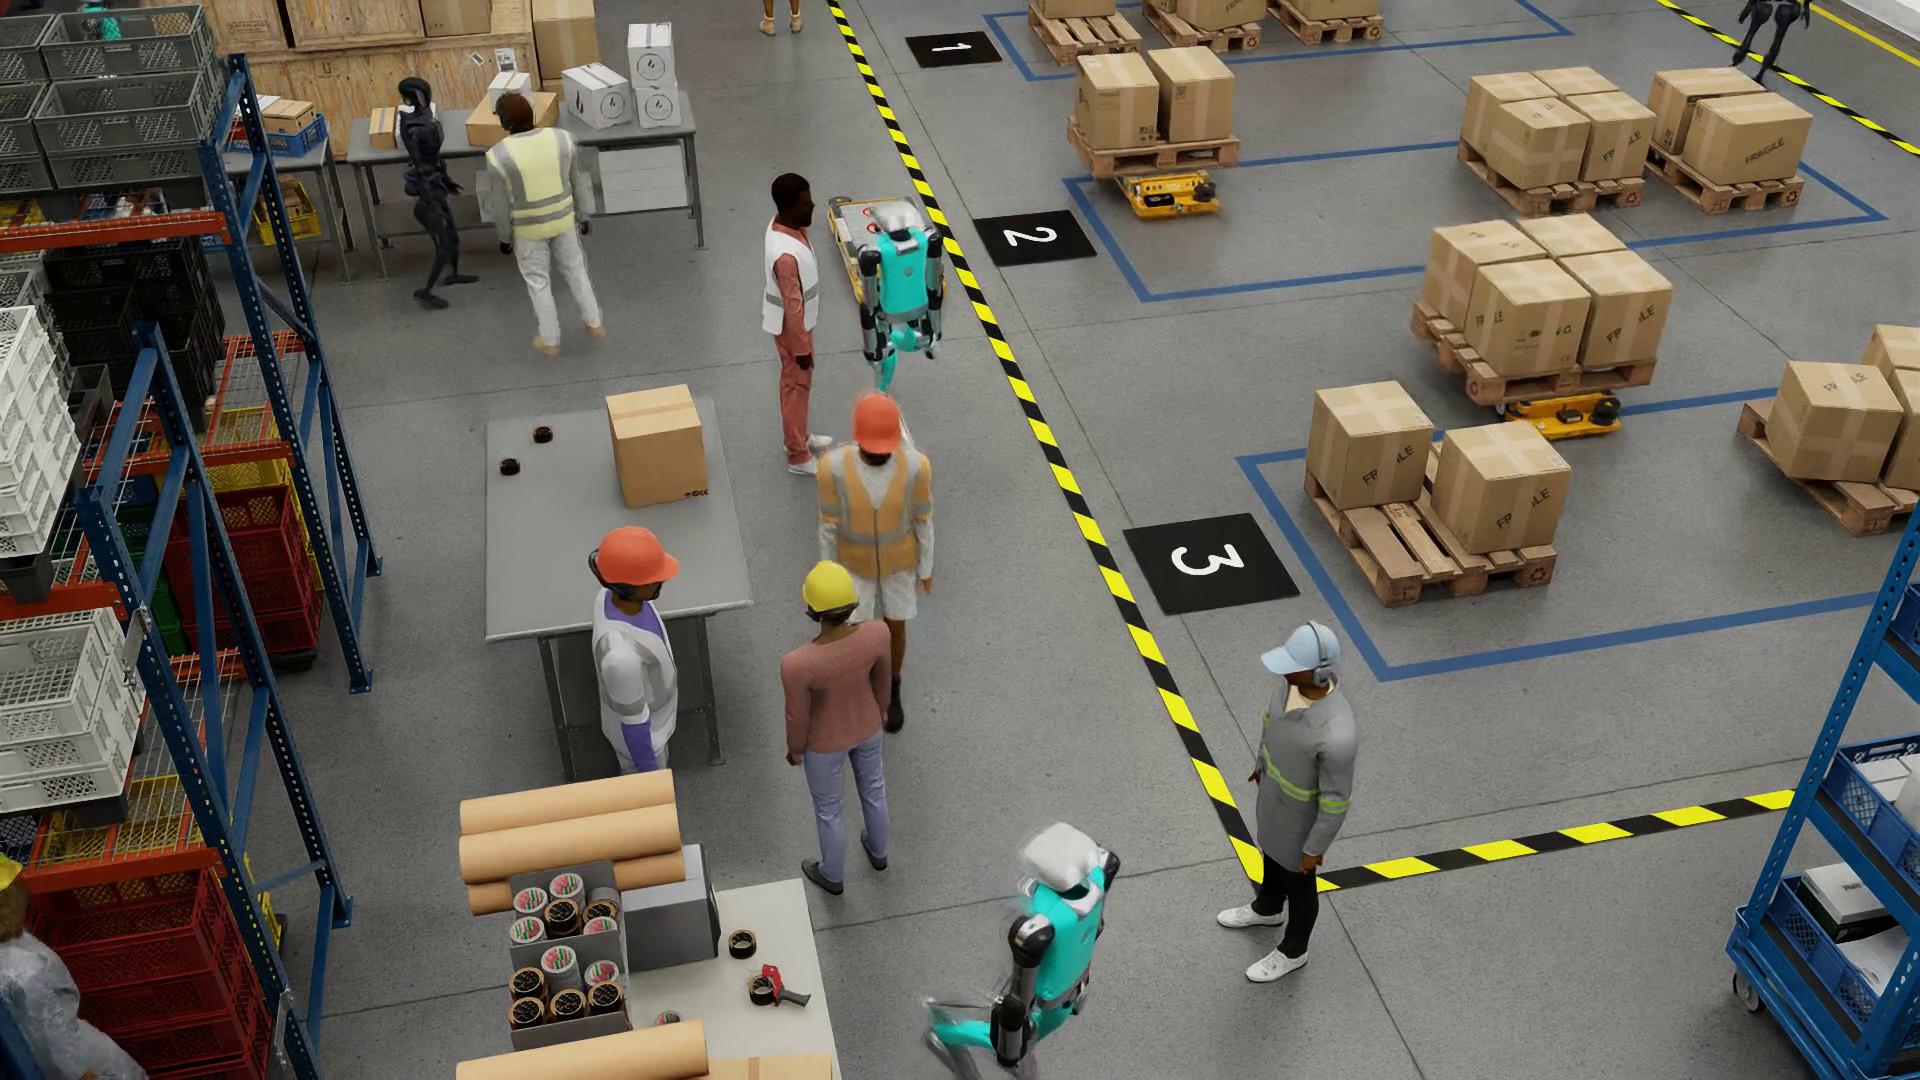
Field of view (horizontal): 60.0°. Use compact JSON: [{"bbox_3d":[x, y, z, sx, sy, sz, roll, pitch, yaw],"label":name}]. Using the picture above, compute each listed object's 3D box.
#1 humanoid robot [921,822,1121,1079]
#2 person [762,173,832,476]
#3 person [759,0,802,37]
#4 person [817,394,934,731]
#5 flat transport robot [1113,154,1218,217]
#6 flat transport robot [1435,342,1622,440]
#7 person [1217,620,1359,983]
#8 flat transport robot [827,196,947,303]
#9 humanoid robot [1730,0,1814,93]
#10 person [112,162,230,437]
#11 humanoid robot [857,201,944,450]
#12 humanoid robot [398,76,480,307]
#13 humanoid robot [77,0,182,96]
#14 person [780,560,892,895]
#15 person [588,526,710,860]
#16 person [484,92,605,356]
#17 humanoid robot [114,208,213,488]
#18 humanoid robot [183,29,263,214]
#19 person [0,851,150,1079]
[{"bbox_3d":[0.152,1.664,6.132,0.748,1.833,0.537,25,43,29],"label":"humanoid robot"},{"bbox_3d":[-0.979,-1.277,9.889,0.392,1.919,0.592,-5,37,-6],"label":"person"},{"bbox_3d":[-1.799,-5.883,15.975,0.604,2.044,0.374,-10,38,-13],"label":"person"},{"bbox_3d":[-0.399,0.089,8.049,0.552,1.919,0.500,-3,37,-4],"label":"person"},{"bbox_3d":[1.573,-3.070,13.656,0.652,0.197,1.431,-8,37,-10],"label":"flat transport robot"},{"bbox_3d":[3.742,-1.138,11.060,0.652,0.197,1.431,-8,37,-10],"label":"flat transport robot"},{"bbox_3d":[1.332,1.066,6.794,0.387,1.850,0.598,-9,38,-12],"label":"person"},{"bbox_3d":[-0.570,-2.220,12.538,0.659,0.231,1.431,-8,37,-10],"label":"flat transport robot"},{"bbox_3d":[7.303,-4.814,14.852,0.598,1.642,0.386,6,37,8],"label":"humanoid robot"},{"bbox_3d":[-4.897,-1.491,10.250,0.331,1.836,0.505,-29,45,-33],"label":"person"},{"bbox_3d":[-0.461,-1.315,10.135,0.537,1.777,1.035,-18,40,-22],"label":"humanoid robot"},{"bbox_3d":[-3.741,-2.461,11.679,0.411,1.641,0.601,-2,37,-2],"label":"humanoid robot"},{"bbox_3d":[-6.302,-3.434,13.042,0.711,1.905,0.541,-8,37,-10],"label":"humanoid robot"},{"bbox_3d":[-0.525,0.819,7.197,0.523,1.768,0.306,-22,42,-27],"label":"person"},{"bbox_3d":[-1.309,0.773,7.043,0.399,2.035,0.598,-5,37,-7],"label":"person"},{"bbox_3d":[-2.791,-2.092,11.076,0.676,1.823,0.430,-24,43,-29],"label":"person"},{"bbox_3d":[-4.781,-1.039,9.730,0.668,1.817,0.539,-17,40,-21],"label":"humanoid robot"},{"bbox_3d":[-5.425,-3.008,12.421,0.366,1.644,0.610,-9,38,-12],"label":"humanoid robot"},{"bbox_3d":[-3.205,1.738,5.993,0.540,1.720,0.415,21,41,26],"label":"person"}]
